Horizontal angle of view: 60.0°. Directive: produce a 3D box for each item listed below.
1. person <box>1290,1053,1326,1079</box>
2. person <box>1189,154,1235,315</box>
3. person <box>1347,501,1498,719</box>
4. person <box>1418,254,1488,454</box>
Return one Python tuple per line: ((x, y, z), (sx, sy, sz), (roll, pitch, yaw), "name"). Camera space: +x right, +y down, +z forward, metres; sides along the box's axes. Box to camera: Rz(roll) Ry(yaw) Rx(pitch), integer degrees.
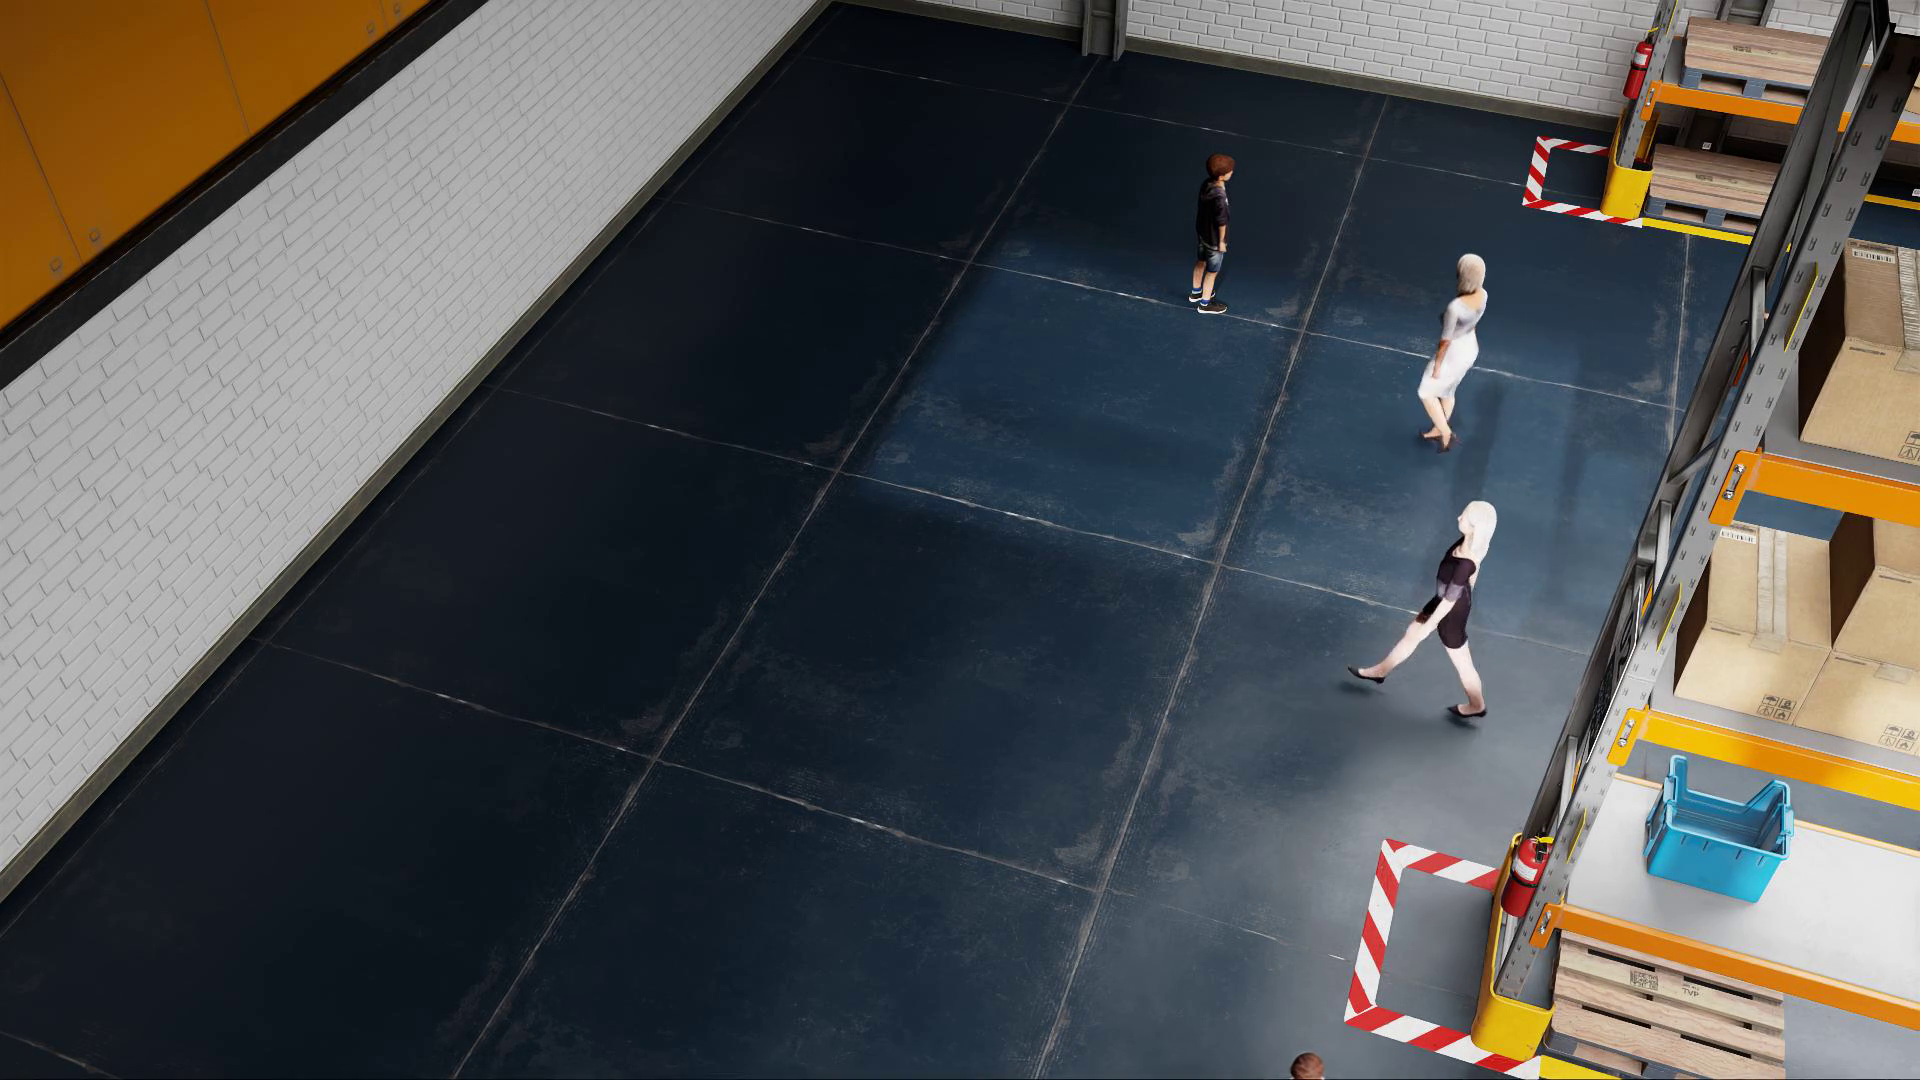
((1.708, 2.893, 8.437), (0.458, 1.018, 0.535), (-10, 45, -10), "person")
((2.103, -2.561, 13.851), (0.672, 1.447, 0.627), (-12, 45, -12), "person")
((3.156, 0.502, 10.399), (1.153, 1.774, 0.631), (16, 46, 16), "person")
((3.725, -1.323, 12.340), (0.737, 1.740, 0.807), (-27, 50, -25), "person")
